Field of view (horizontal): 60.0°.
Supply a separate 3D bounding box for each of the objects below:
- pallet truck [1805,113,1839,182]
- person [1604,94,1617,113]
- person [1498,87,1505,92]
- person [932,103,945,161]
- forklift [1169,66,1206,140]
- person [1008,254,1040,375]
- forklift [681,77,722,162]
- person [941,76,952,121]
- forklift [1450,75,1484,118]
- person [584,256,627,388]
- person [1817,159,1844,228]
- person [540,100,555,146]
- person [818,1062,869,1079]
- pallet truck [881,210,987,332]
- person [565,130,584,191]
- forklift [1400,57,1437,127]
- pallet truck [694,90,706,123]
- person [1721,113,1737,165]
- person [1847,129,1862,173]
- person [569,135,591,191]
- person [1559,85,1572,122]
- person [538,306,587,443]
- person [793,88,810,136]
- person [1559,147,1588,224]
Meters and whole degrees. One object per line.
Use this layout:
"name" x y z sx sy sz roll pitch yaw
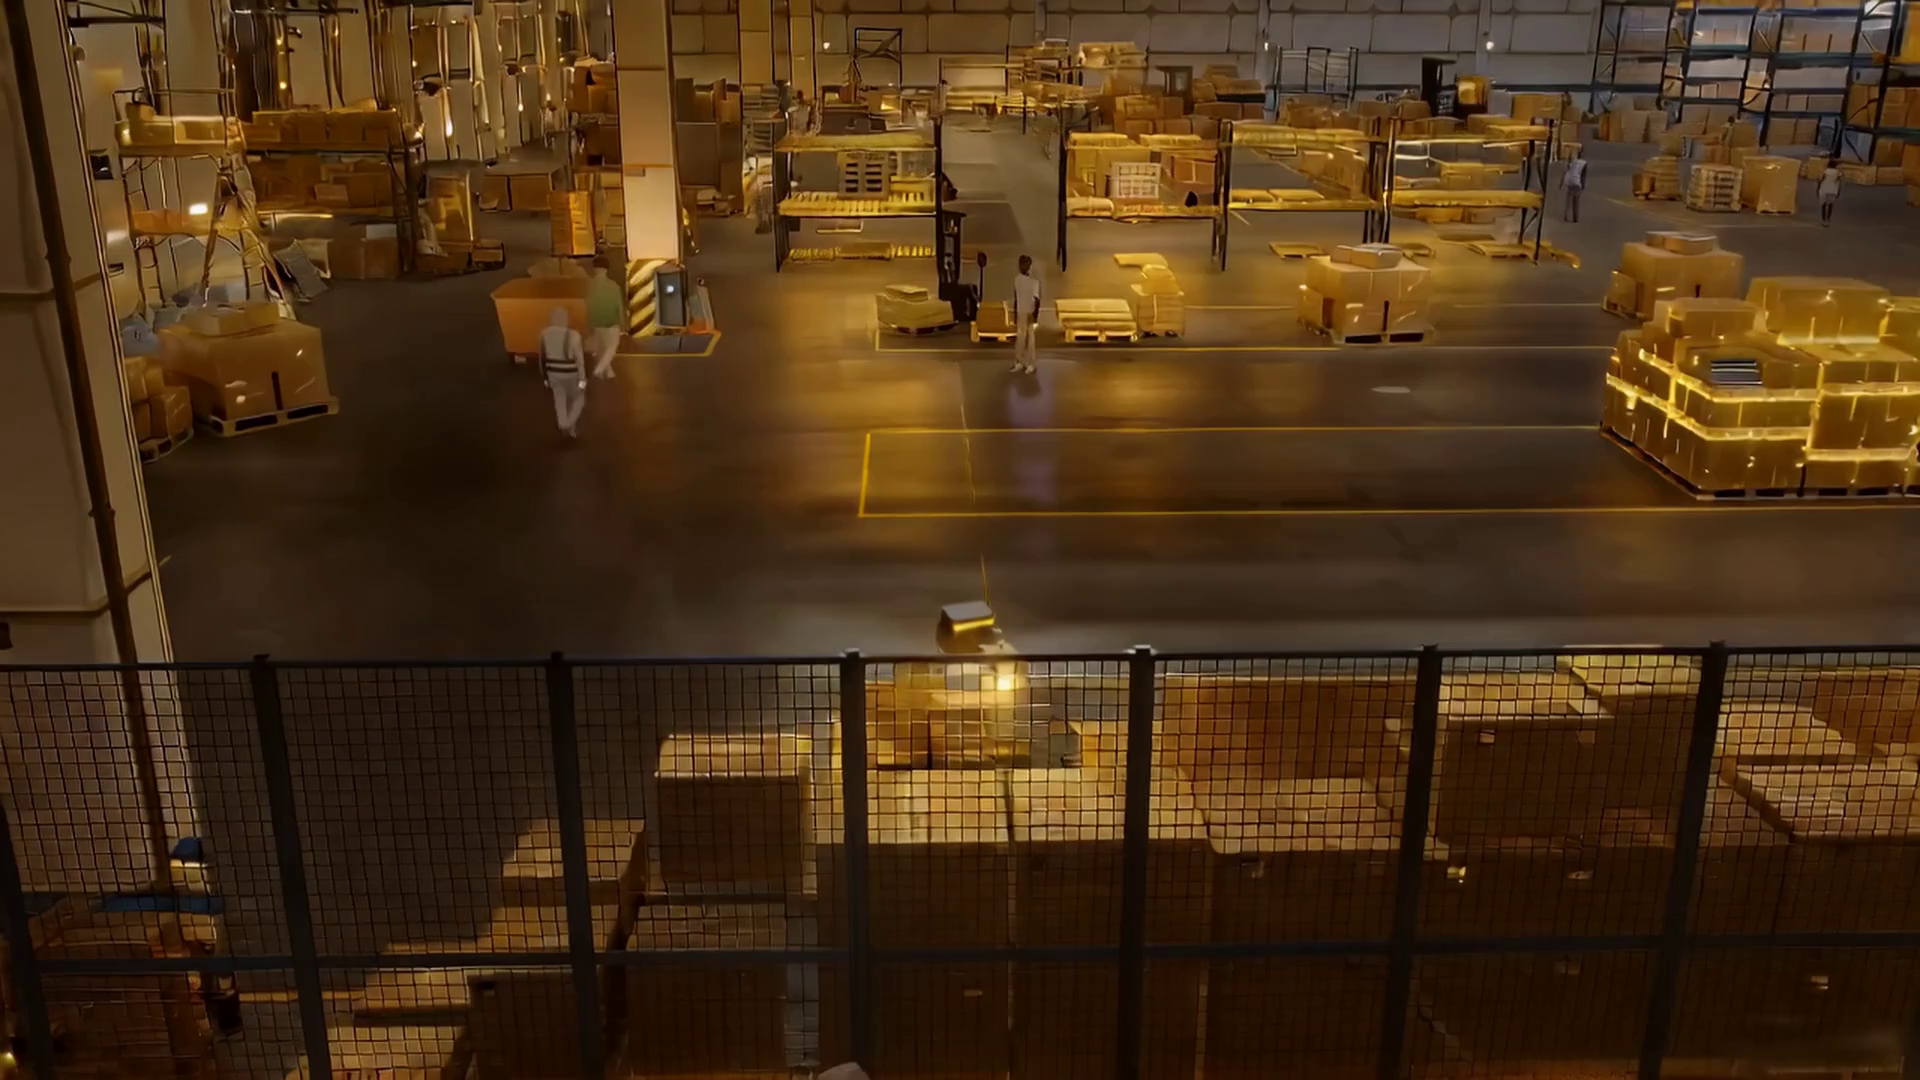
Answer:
"pallet truck" 26.403 -11.957 50.702 0.823 1.965 1.885 6 19 16
"person" 25.374 -16.611 65.088 0.644 1.610 0.530 -5 19 -15
"person" 20.596 -16.289 63.585 0.632 1.973 0.689 17 25 41
"person" -0.736 -13.787 56.225 0.372 1.940 0.631 10 21 27
"forklift" 8.249 -16.284 62.179 1.129 2.768 1.873 -12 22 -32
"person" 0.998 -3.507 25.833 0.508 1.872 0.329 14 23 36
"forklift" -8.926 -13.867 55.007 1.873 2.768 1.129 -1 19 -1
"person" -0.664 -19.157 72.194 0.574 1.914 0.591 -6 20 -18
"forklift" 17.159 -14.386 56.549 1.129 2.768 1.873 -1 19 -2
"person" -5.357 -3.255 24.938 0.625 1.966 0.816 7 20 21
"person" 21.629 -8.641 41.406 0.540 1.645 0.884 8 20 21
"person" -15.254 -15.413 61.509 0.514 1.639 0.309 0 19 0
"person" -0.459 2.942 6.611 0.543 1.928 0.370 9 21 25
"pallet truck" -0.493 -4.759 29.349 1.885 1.965 0.823 -13 23 -34
"person" -10.884 -10.666 47.109 0.517 1.843 0.325 -5 19 -14
"forklift" 19.315 -18.501 68.754 1.873 2.768 1.129 -1 19 -1
"pallet truck" -9.671 -15.907 62.421 0.823 1.965 1.885 5 19 15
"person" 24.218 -12.517 52.507 0.411 1.908 0.643 4 19 11
"person" 28.197 -12.502 52.463 1.024 1.918 0.608 -4 19 -12
"person" -10.370 -10.138 45.518 0.649 1.868 0.552 -6 20 -18
"person" 23.790 -16.853 65.319 0.371 1.941 0.627 16 24 40
"person" -5.210 -2.169 21.916 0.648 1.832 0.436 7 20 19
"person" -6.047 -16.341 63.832 0.627 1.912 0.691 -10 21 -28
"person" 15.452 -8.925 41.856 0.389 1.908 0.584 -16 24 -39
